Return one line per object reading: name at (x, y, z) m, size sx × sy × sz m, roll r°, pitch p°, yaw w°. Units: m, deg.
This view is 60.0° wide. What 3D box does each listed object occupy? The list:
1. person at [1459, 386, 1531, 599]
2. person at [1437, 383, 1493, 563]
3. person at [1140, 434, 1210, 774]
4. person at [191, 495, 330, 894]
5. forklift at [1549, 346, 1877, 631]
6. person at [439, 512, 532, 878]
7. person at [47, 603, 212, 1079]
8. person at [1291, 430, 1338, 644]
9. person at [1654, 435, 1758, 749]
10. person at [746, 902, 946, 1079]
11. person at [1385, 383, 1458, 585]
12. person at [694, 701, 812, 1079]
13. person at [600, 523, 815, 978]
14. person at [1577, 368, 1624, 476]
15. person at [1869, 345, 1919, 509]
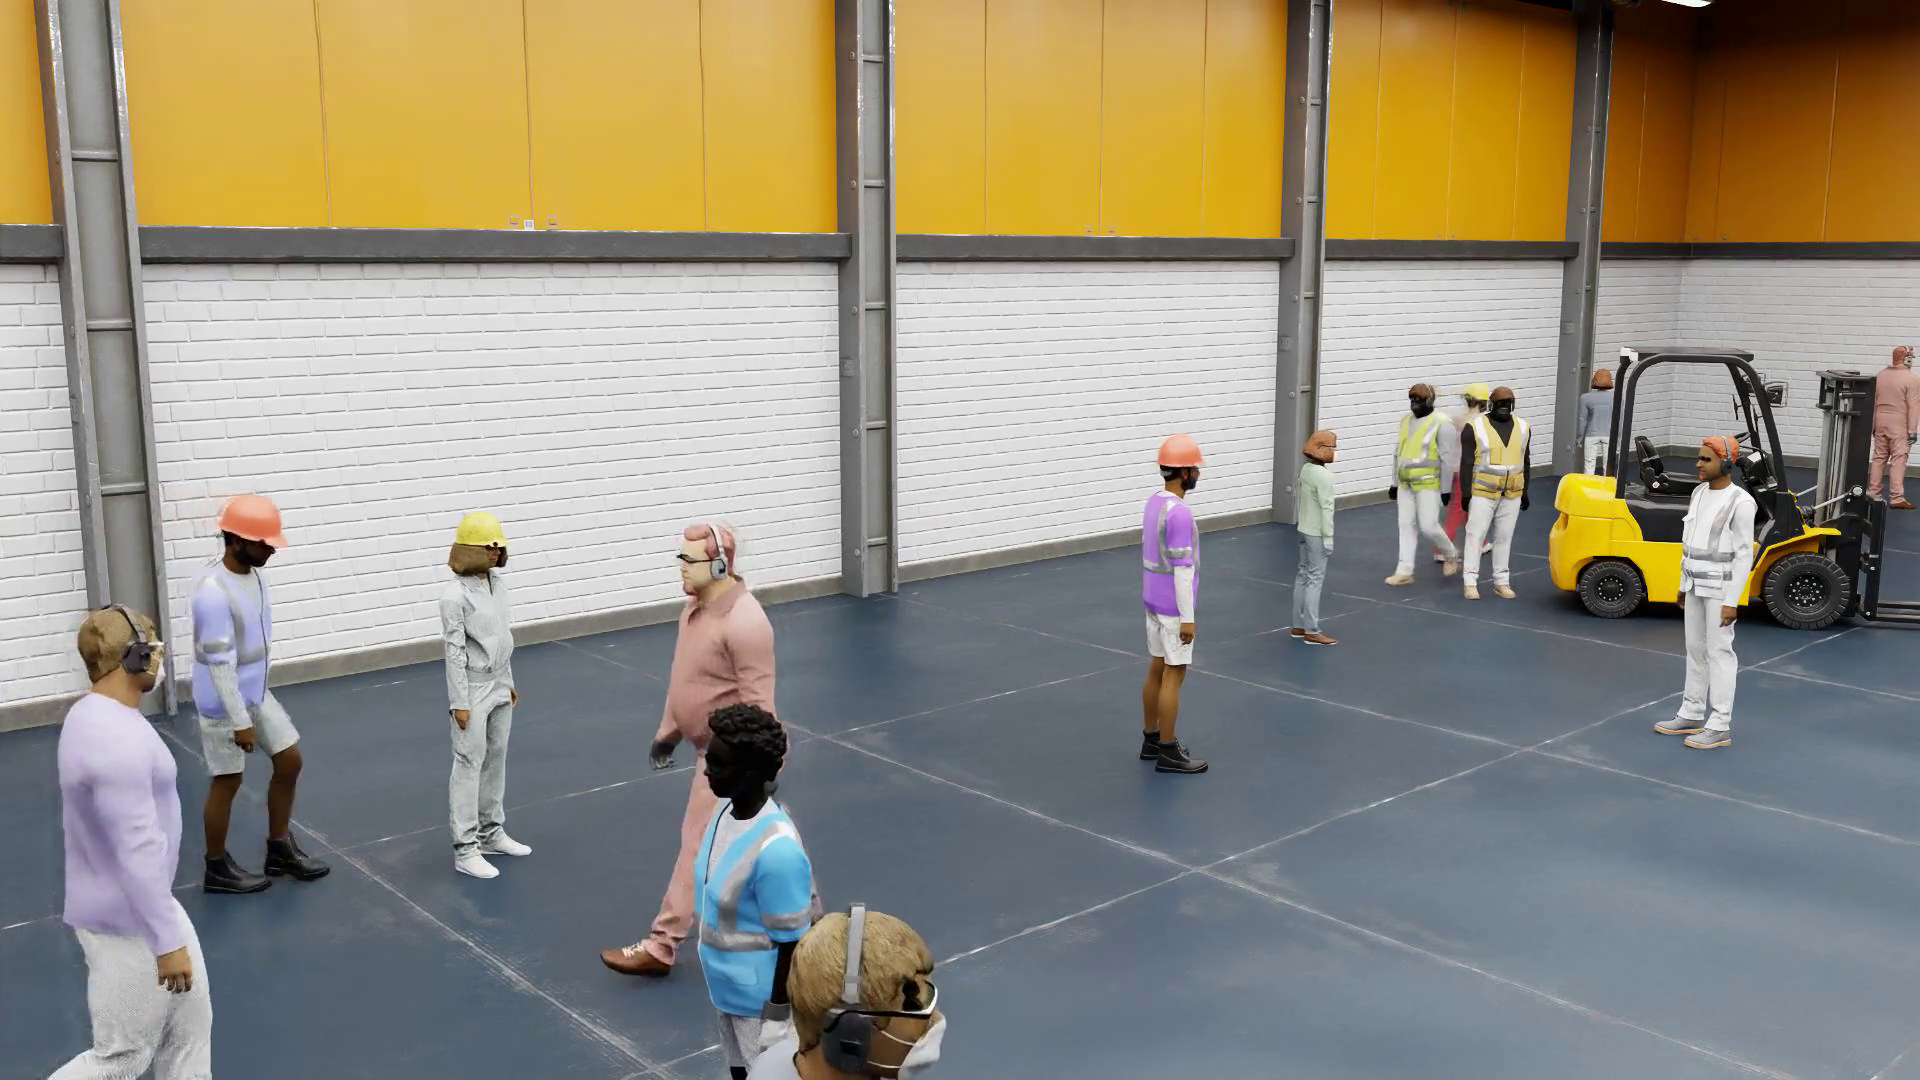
person at (4.600, -0.401, 14.279) m, size 0.633 × 1.839 × 0.429 m, roll -1°, pitch 10°, yaw -7°
person at (4.958, -0.644, 15.983) m, size 0.870 × 1.722 × 0.548 m, roll -3°, pitch 10°, yaw -20°
person at (1.239, 0.362, 9.524) m, size 0.364 × 1.935 × 0.552 m, roll -2°, pitch 10°, yaw -12°
person at (-3.221, 0.725, 7.552) m, size 0.669 × 1.883 × 0.600 m, roll 1°, pitch 10°, yaw 3°
forklift at (6.109, -0.478, 13.691) m, size 2.313 × 2.155 × 1.214 m, roll 3°, pitch 10°, yaw 16°
person at (-2.268, 0.726, 7.964) m, size 0.306 × 1.741 × 0.493 m, roll 3°, pitch 10°, yaw 15°
person at (-2.579, 1.150, 5.005) m, size 0.866 × 1.906 × 0.682 m, roll -5°, pitch 11°, yaw -27°
person at (2.724, -0.028, 12.692) m, size 0.282 × 1.631 × 0.503 m, roll -2°, pitch 10°, yaw -9°
person at (4.508, 0.307, 10.005) m, size 0.356 × 1.883 × 0.574 m, roll -1°, pitch 10°, yaw -8°
person at (-0.197, 1.524, 2.719) m, size 0.353 × 1.936 × 0.635 m, roll -3°, pitch 10°, yaw -18°
person at (4.157, -0.501, 14.903) m, size 0.619 × 1.831 × 0.651 m, roll -5°, pitch 11°, yaw -28°
person at (-0.594, 1.291, 4.782) m, size 0.321 × 1.697 × 0.530 m, roll -5°, pitch 11°, yaw -27°
person at (-1.032, 0.850, 6.890) m, size 0.997 × 1.857 × 0.644 m, roll -4°, pitch 11°, yaw -23°
person at (7.496, -1.190, 19.486) m, size 0.498 × 1.636 × 0.282 m, roll 3°, pitch 10°, yaw 17°
person at (10.959, -1.321, 19.466) m, size 0.399 × 1.910 × 0.643 m, roll -3°, pitch 10°, yaw -17°
